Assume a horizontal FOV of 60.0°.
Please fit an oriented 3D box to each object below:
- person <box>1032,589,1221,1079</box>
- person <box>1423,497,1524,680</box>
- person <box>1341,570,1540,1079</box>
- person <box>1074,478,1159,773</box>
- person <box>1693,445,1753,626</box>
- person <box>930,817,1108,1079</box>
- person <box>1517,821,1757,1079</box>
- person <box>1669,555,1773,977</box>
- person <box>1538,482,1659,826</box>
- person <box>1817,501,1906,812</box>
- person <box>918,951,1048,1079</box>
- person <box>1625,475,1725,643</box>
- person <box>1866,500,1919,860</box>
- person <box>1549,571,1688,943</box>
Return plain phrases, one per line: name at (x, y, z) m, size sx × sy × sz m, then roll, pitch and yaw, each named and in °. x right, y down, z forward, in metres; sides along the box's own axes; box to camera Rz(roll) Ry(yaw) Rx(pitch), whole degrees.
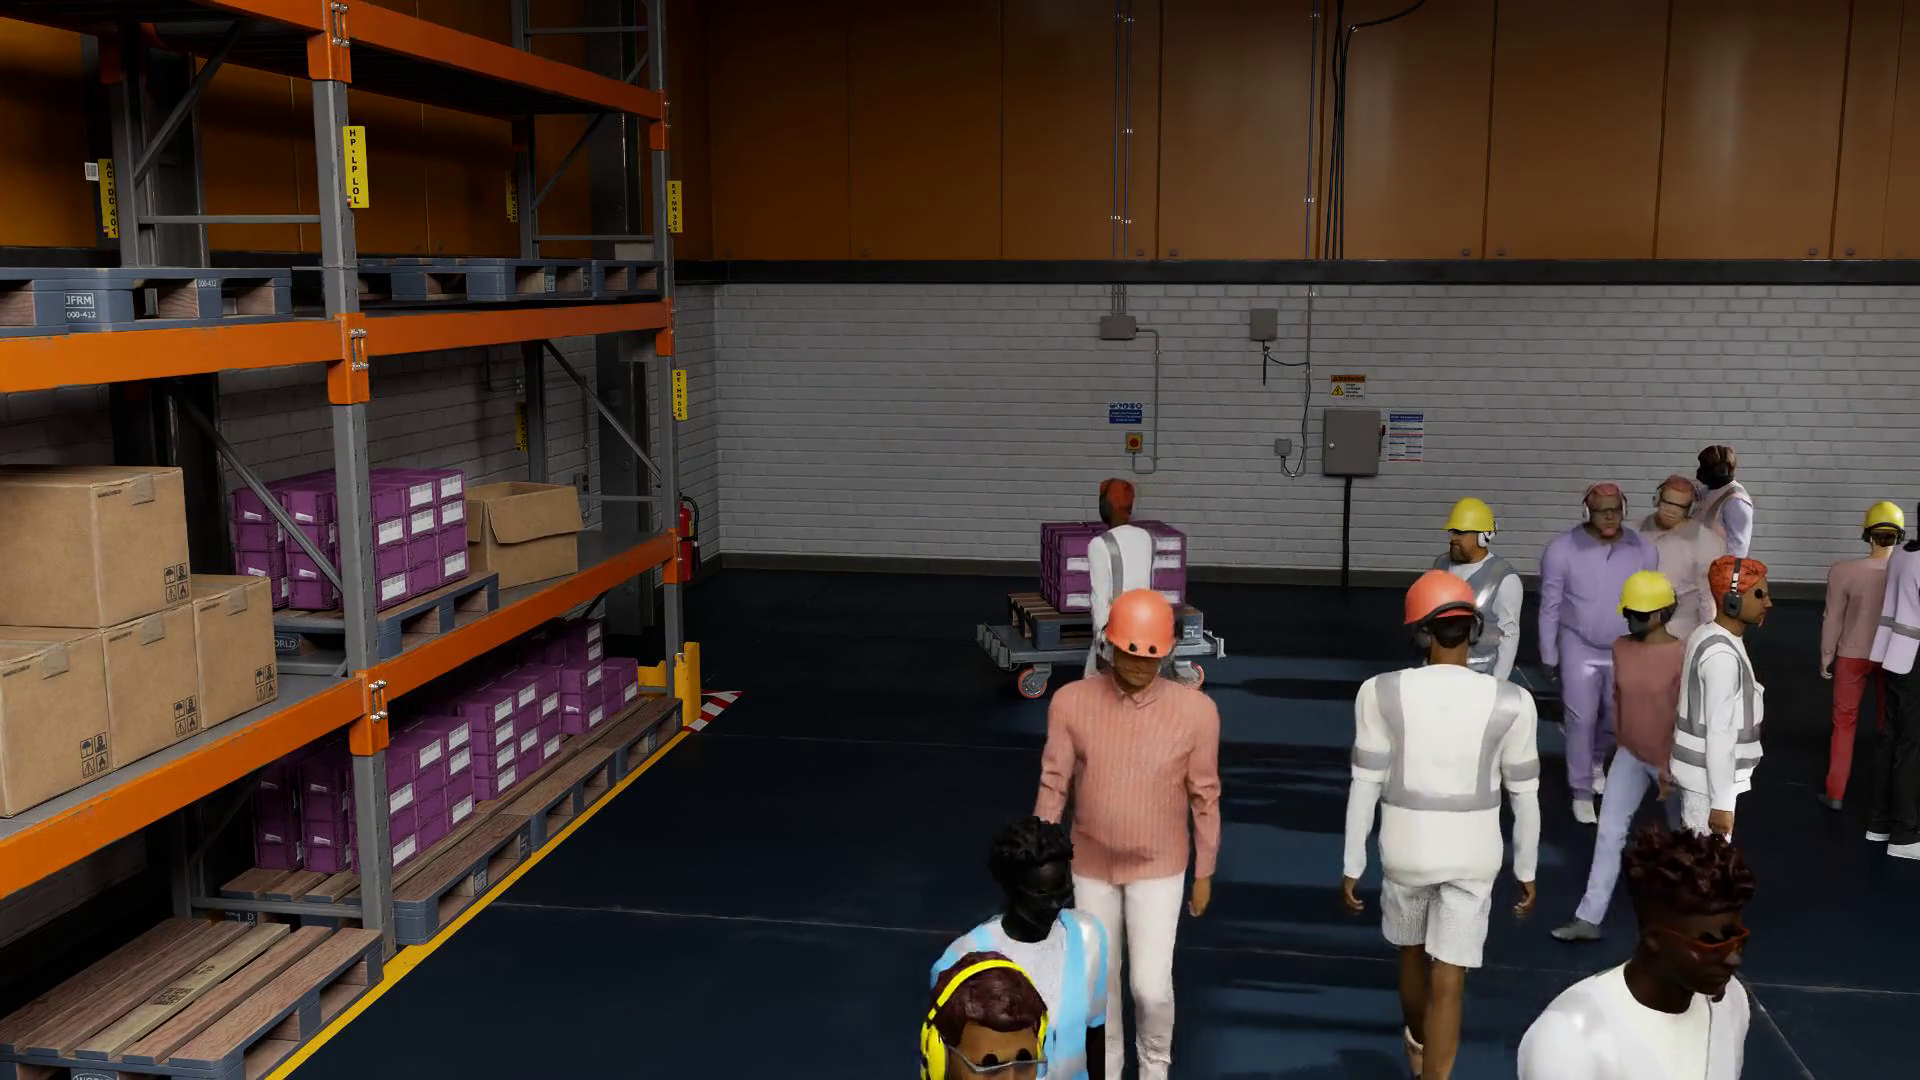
person at (0.564, 1.126, 5.765) m, size 0.637 × 1.968 × 0.467 m, roll 3°, pitch 10°, yaw 19°
person at (2.705, 0.679, 8.944) m, size 0.403 × 1.835 × 0.586 m, roll -6°, pitch 11°, yaw -31°
person at (1.700, 1.098, 5.882) m, size 0.657 × 1.977 × 0.979 m, roll 3°, pitch 10°, yaw 16°
person at (0.944, 0.548, 9.789) m, size 0.595 × 1.828 × 1.004 m, roll -8°, pitch 12°, yaw -39°
person at (5.184, 0.262, 11.493) m, size 0.429 × 1.842 × 0.635 m, roll 0°, pitch 9°, yaw 3°
person at (0.116, 1.498, 4.395) m, size 0.534 × 1.668 × 0.732 m, roll -6°, pitch 11°, yaw -34°
person at (1.412, 1.523, 3.388) m, size 0.616 × 1.940 × 0.679 m, roll -4°, pitch 10°, yaw -24°
person at (3.107, 0.994, 6.847) m, size 0.346 × 1.882 × 0.578 m, roll 3°, pitch 10°, yaw 20°
person at (3.526, 0.605, 9.231) m, size 0.660 × 1.886 × 0.547 m, roll 0°, pitch 9°, yaw 2°
person at (5.089, 0.661, 9.285) m, size 0.528 × 1.762 × 0.331 m, roll 3°, pitch 10°, yaw 20°
person at (0.050, 1.645, 3.028) m, size 0.504 × 1.815 × 0.952 m, roll -3°, pitch 10°, yaw -21°
person at (4.167, 0.522, 9.835) m, size 0.950 × 1.860 × 0.651 m, roll -5°, pitch 10°, yaw -27°
person at (4.957, 0.690, 8.632) m, size 0.392 × 1.914 × 0.589 m, roll 1°, pitch 9°, yaw 8°
person at (3.115, 0.974, 7.477) m, size 0.907 × 1.709 × 0.531 m, roll -5°, pitch 11°, yaw -29°
